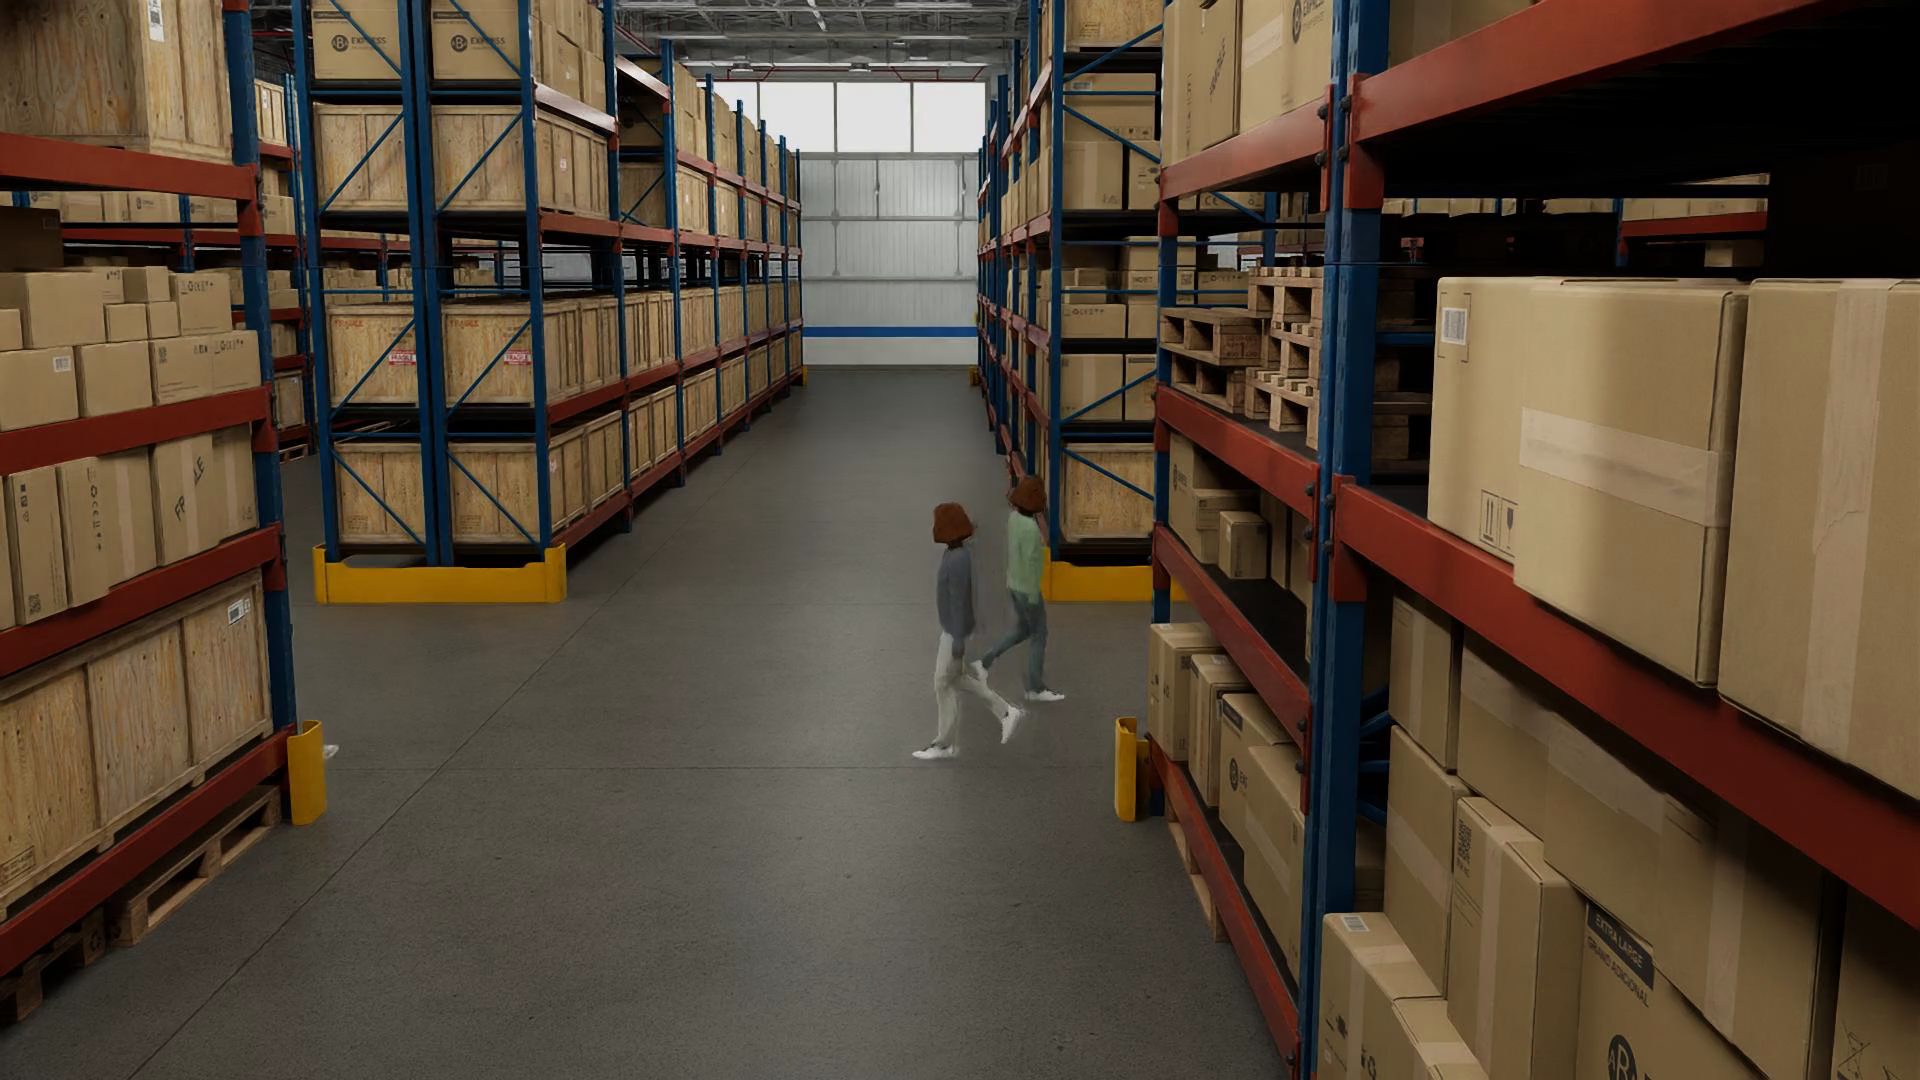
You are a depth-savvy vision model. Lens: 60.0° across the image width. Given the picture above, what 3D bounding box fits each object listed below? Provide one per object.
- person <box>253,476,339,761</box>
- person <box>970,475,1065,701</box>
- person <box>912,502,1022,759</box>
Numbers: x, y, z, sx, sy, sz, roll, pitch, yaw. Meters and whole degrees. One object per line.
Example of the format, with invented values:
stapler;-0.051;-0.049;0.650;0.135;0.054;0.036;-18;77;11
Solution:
person;-4.260;0.480;9.996;0.982;1.866;0.618;0;9;-3
person;0.410;0.346;11.607;0.591;1.613;0.510;-3;10;-16
person;0.041;0.565;10.274;0.612;1.615;0.504;0;9;0
